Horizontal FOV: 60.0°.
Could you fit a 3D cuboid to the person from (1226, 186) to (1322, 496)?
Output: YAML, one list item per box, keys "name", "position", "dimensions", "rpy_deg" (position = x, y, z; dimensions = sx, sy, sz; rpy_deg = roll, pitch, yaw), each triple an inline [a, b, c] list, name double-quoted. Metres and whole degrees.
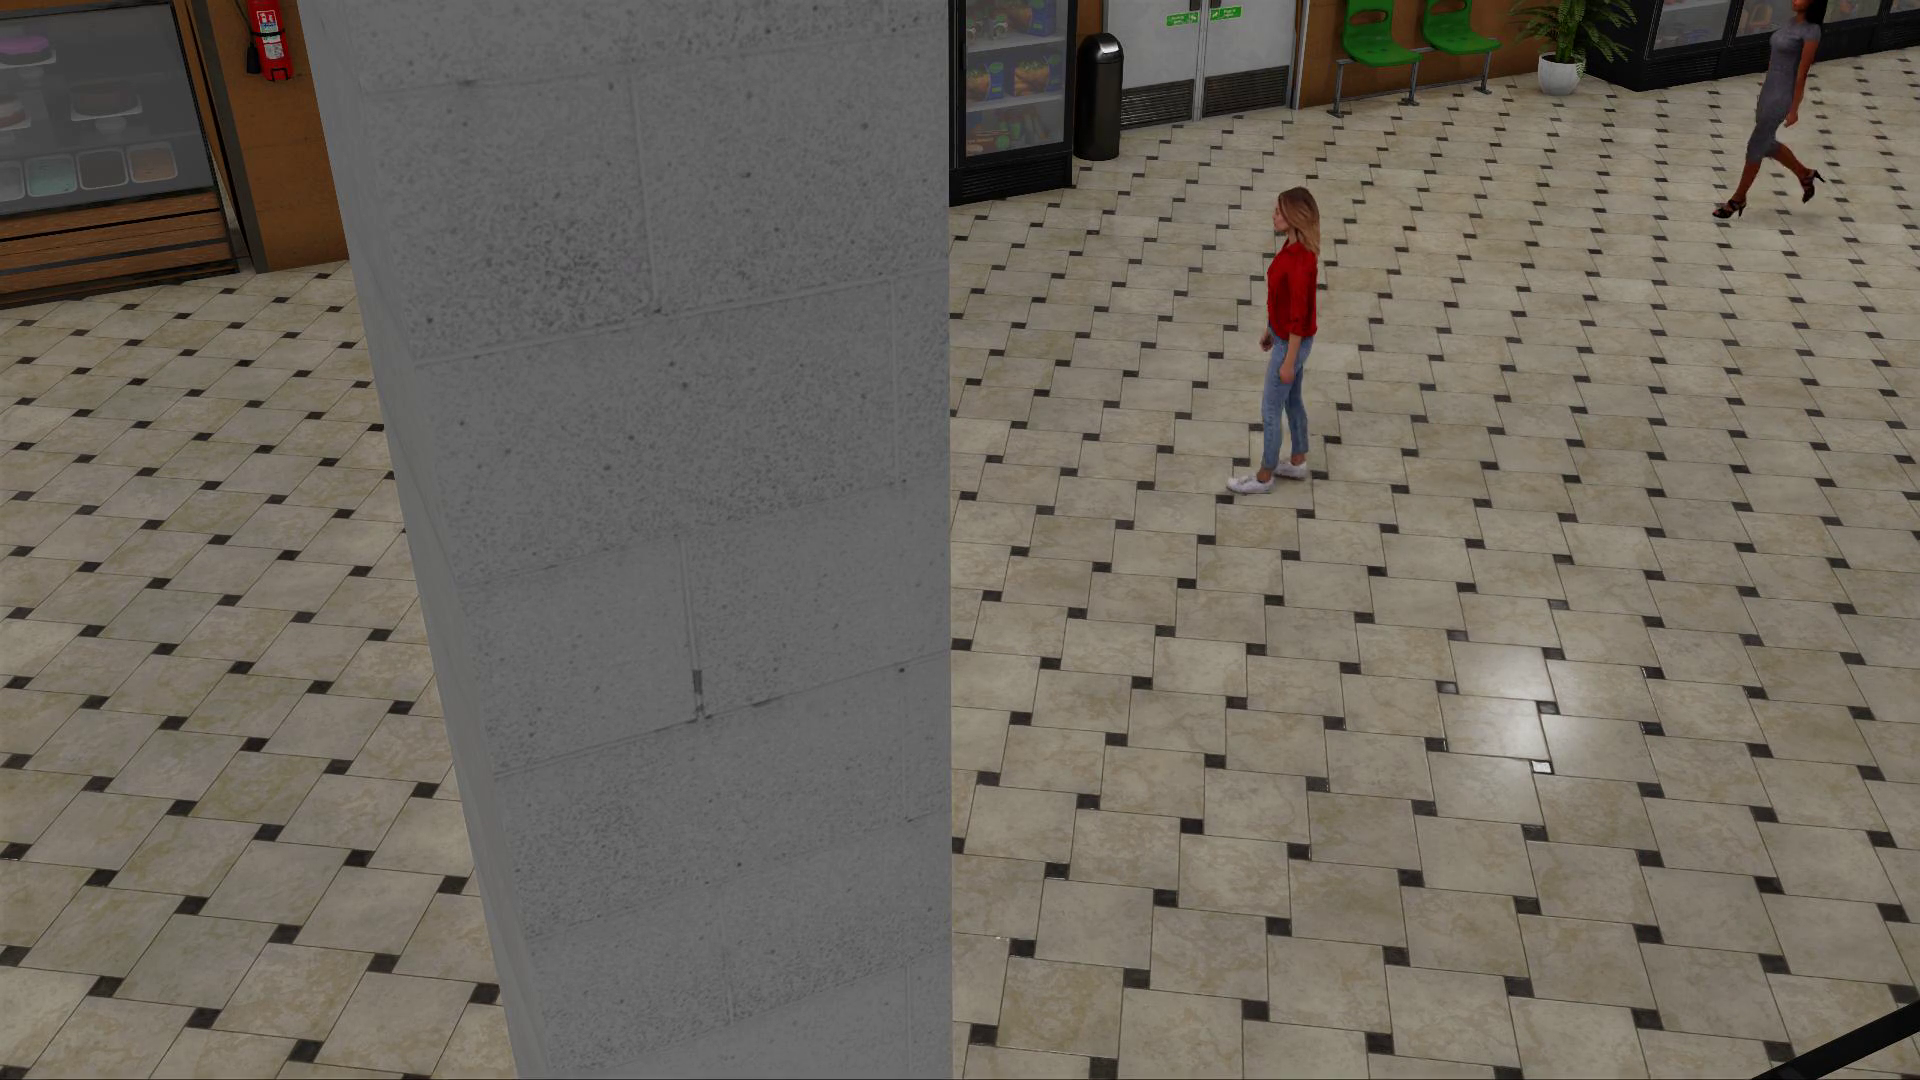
- name: "person"
  position: [1.768, -1.038, 8.769]
  dimensions: [0.844, 1.705, 0.775]
  rpy_deg: [4, 32, 6]

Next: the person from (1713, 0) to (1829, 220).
- name: "person"
  position: [6.081, -3.188, 12.174]
  dimensions: [0.929, 1.759, 1.043]
  rpy_deg: [0, 32, 0]
